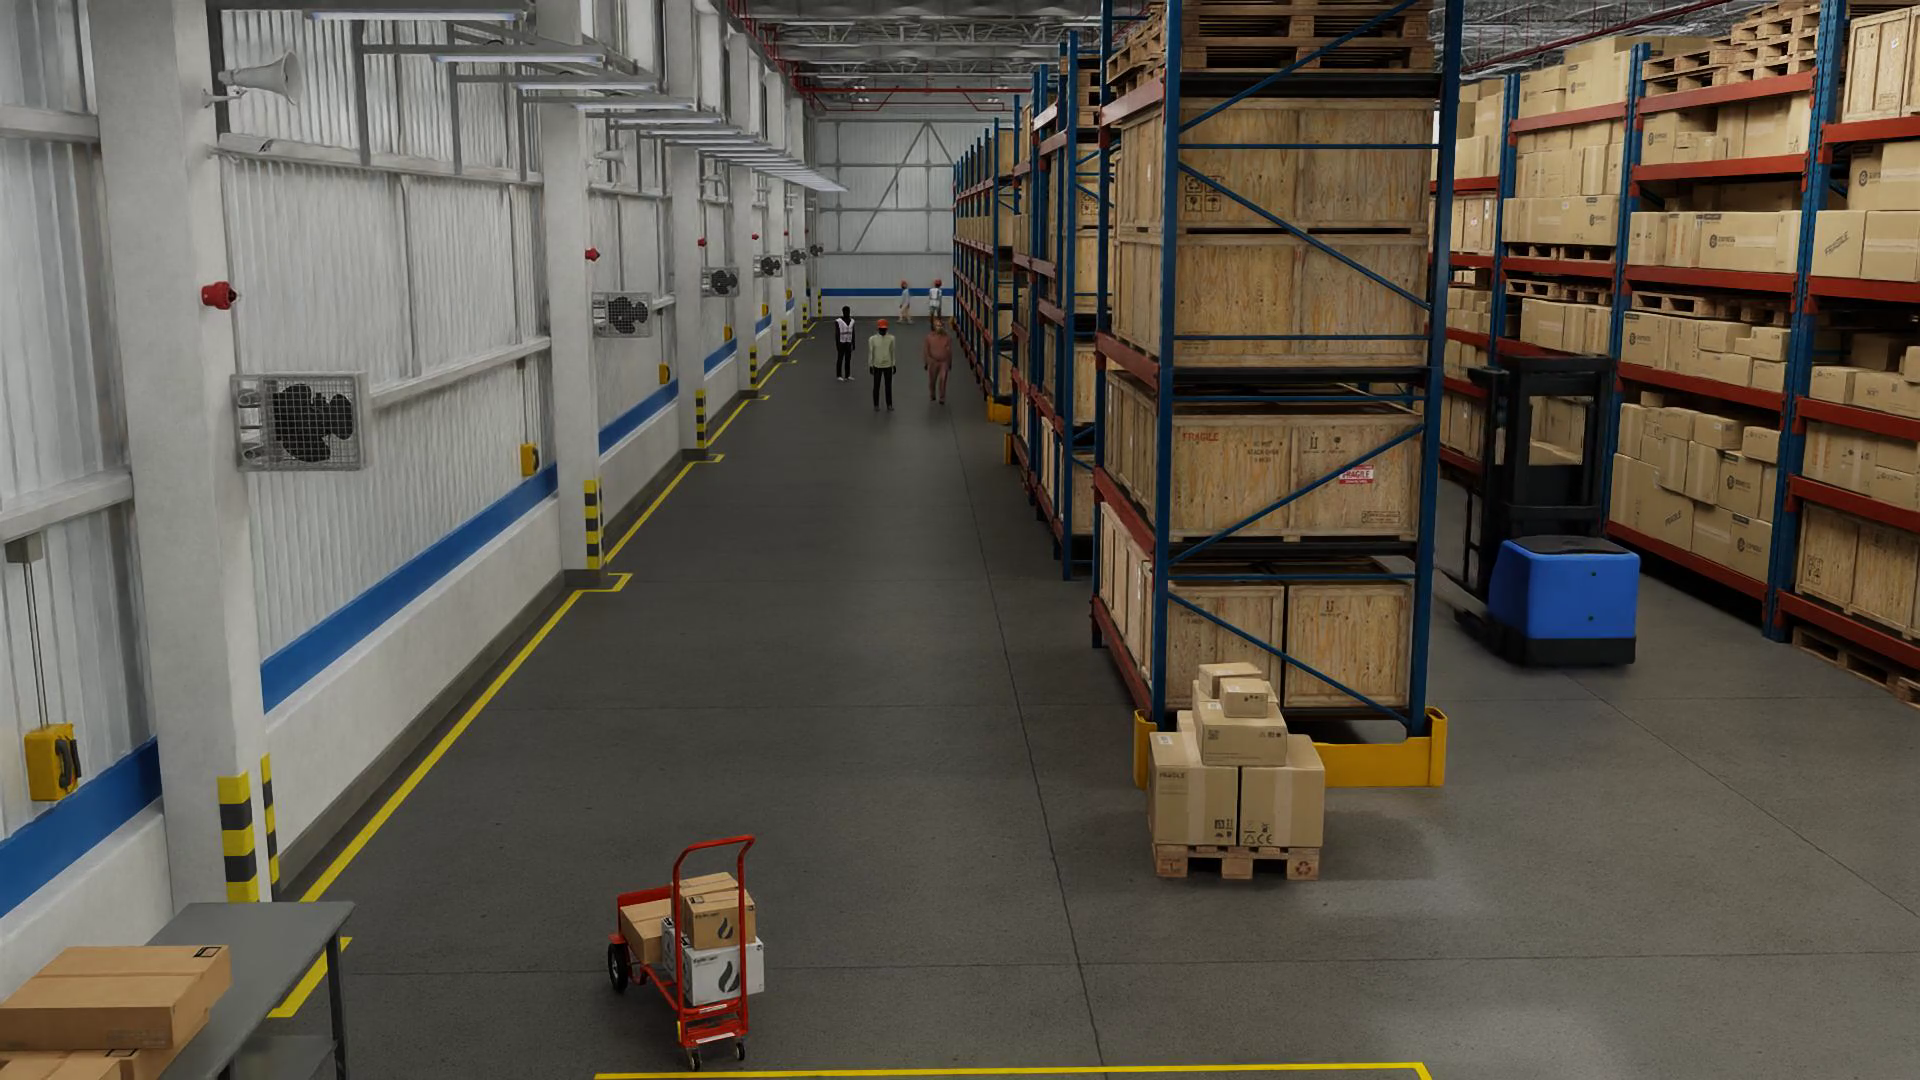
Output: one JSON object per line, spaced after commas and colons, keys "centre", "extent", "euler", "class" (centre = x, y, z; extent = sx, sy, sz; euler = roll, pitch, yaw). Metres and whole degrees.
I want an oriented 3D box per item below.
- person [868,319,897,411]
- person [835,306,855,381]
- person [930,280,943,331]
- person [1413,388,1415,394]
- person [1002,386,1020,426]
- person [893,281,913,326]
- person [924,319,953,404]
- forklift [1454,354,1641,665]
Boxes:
{"centre": [-1.663, -3.756, 35.734], "extent": [0.617, 1.986, 0.409], "euler": [-3, 11, -17], "class": "person"}
{"centre": [-2.942, -5.025, 42.539], "extent": [0.591, 1.910, 0.397], "euler": [-9, 14, -40], "class": "person"}
{"centre": [-0.867, -8.727, 61.828], "extent": [0.582, 1.884, 0.879], "euler": [5, 12, 23], "class": "person"}
{"centre": [10.715, -4.128, 38.143], "extent": [0.626, 1.814, 0.911], "euler": [-3, 11, -16], "class": "person"}
{"centre": [1.366, -3.156, 32.907], "extent": [0.960, 1.870, 0.635], "euler": [-1, 11, -5], "class": "person"}
{"centre": [-2.225, -9.195, 64.729], "extent": [0.863, 1.705, 0.601], "euler": [-3, 11, -14], "class": "person"}
{"centre": [-0.478, -4.000, 37.239], "extent": [0.657, 1.885, 0.657], "euler": [-1, 11, -6], "class": "person"}
{"centre": [5.609, -0.365, 15.749], "extent": [1.129, 2.768, 1.873], "euler": [0, 11, -2], "class": "forklift"}
